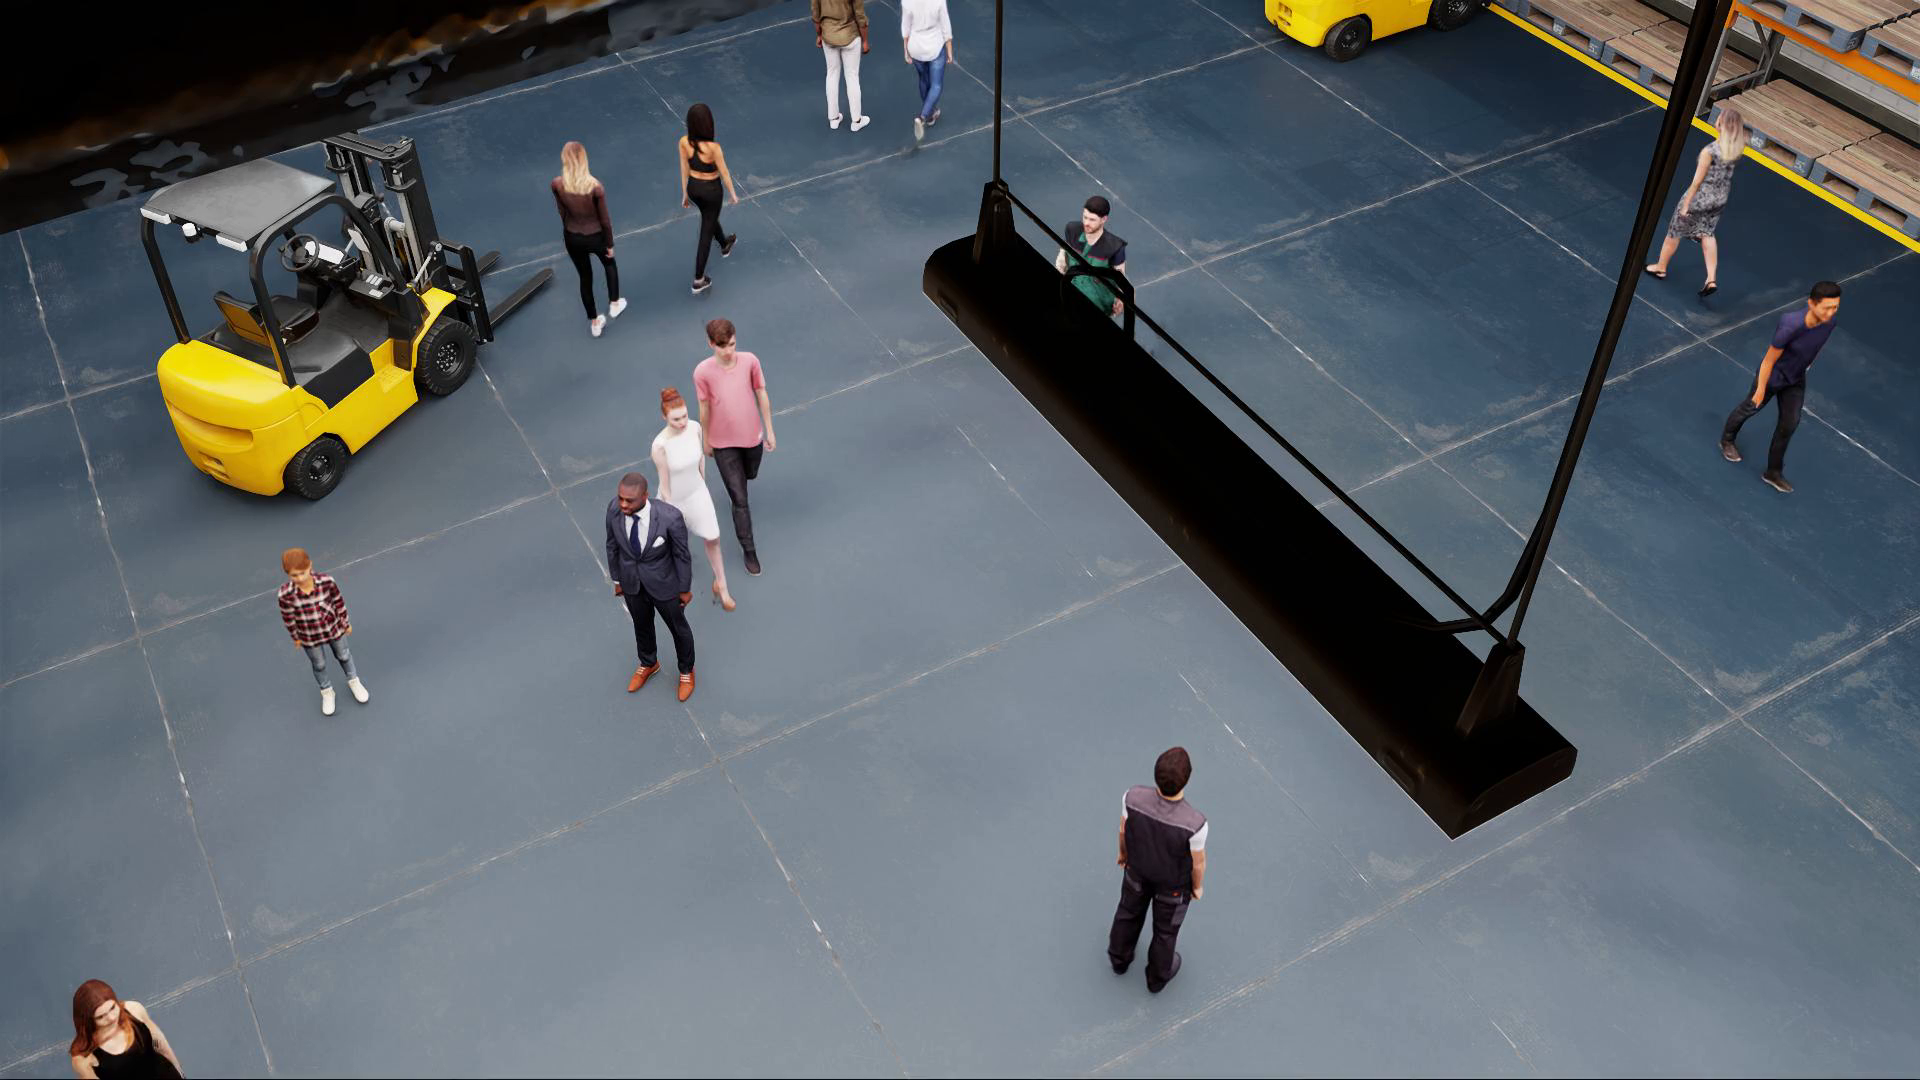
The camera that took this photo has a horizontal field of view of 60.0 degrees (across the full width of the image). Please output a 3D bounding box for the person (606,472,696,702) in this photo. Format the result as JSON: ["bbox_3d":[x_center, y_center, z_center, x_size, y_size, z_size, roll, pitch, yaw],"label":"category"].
[{"bbox_3d":[-1.950,0.269,10.531,0.782,1.824,0.833,9,44,9],"label":"person"}]

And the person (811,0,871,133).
[{"bbox_3d":[-1.132,-4.763,15.812,0.774,1.824,0.852,13,45,13],"label":"person"}]

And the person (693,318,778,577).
[{"bbox_3d":[-1.572,-0.773,11.539,0.682,1.941,1.139,-20,47,-19],"label":"person"}]

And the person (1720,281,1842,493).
[{"bbox_3d":[5.960,-1.247,12.174,0.838,1.751,1.033,-9,44,-9],"label":"person"}]

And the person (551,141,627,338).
[{"bbox_3d":[-3.034,-2.365,13.397,0.784,1.684,0.855,3,44,3],"label":"person"}]

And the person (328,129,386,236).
[{"bbox_3d":[-5.439,-3.315,14.685,0.884,1.281,0.935,12,45,12],"label":"person"}]

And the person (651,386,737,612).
[{"bbox_3d":[-1.923,-0.326,11.197,0.696,1.766,0.963,-29,51,-27],"label":"person"}]

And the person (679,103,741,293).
[{"bbox_3d":[-2.166,-2.842,13.957,1.080,1.601,1.084,14,45,14],"label":"person"}]

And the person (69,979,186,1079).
[{"bbox_3d":[-4.038,2.645,8.117,0.951,1.713,0.810,23,48,22],"label":"person"}]

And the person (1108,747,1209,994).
[{"bbox_3d":[1.066,1.777,8.933,0.700,1.843,0.812,23,48,22],"label":"person"}]

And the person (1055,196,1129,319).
[{"bbox_3d":[1.027,-1.844,12.711,0.960,1.876,0.932,30,51,27],"label":"person"}]

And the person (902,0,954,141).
[{"bbox_3d":[-0.336,-4.630,15.767,1.021,1.693,1.066,13,45,13],"label":"person"}]

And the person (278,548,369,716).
[{"bbox_3d":[-4.087,0.551,10.610,0.529,1.305,0.520,-19,47,-19],"label":"person"}]

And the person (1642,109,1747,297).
[{"bbox_3d":[6.241,-2.772,13.824,0.734,1.684,1.015,-12,45,-13],"label":"person"}]
